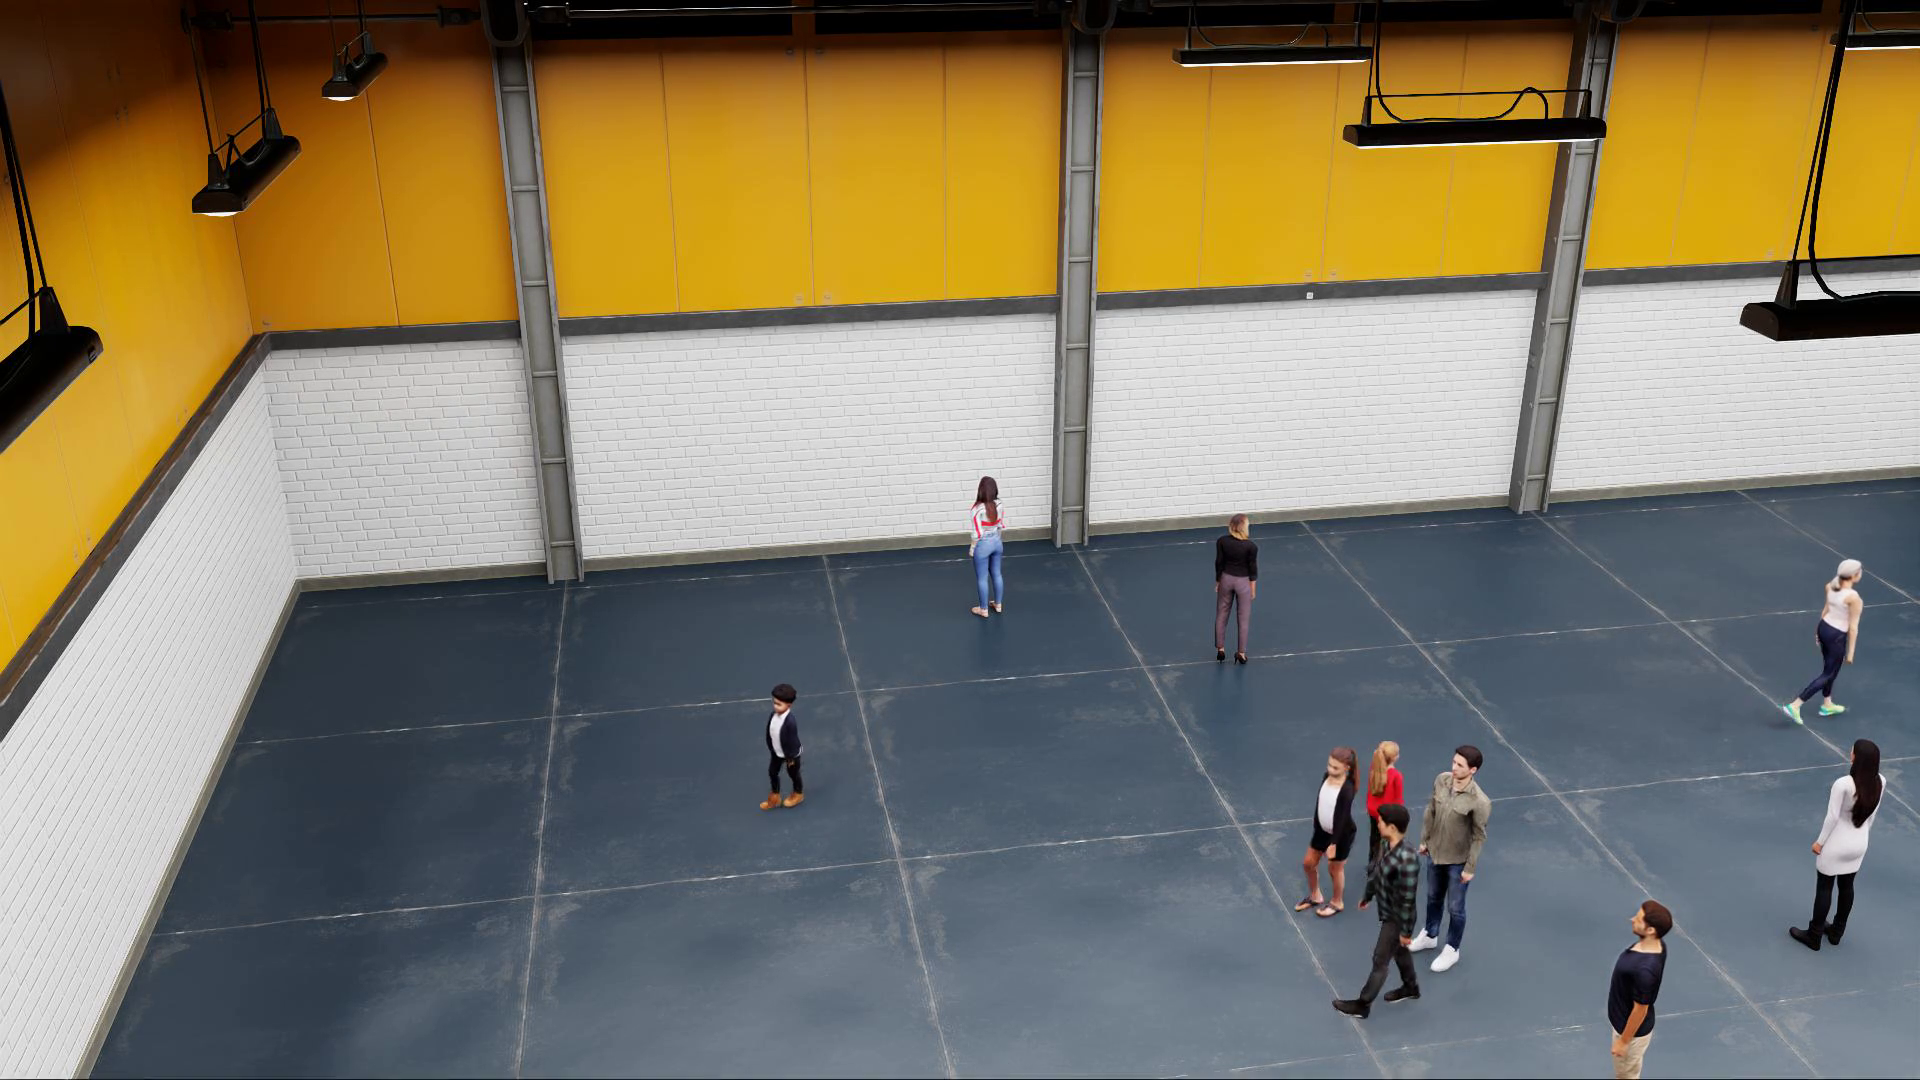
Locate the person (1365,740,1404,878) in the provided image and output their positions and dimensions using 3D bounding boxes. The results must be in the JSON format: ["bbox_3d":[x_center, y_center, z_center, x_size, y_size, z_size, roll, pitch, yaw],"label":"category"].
[{"bbox_3d":[3.432,2.232,13.605,0.701,1.278,0.628,-17,29,-33],"label":"person"}]

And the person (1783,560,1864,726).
[{"bbox_3d":[8.313,0.985,15.947,0.994,1.686,0.598,-4,24,-9],"label":"person"}]

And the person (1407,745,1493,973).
[{"bbox_3d":[3.722,2.369,12.558,0.736,1.865,0.780,-14,27,-29],"label":"person"}]

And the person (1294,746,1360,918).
[{"bbox_3d":[3.023,2.294,13.136,0.696,1.540,0.625,-12,26,-25],"label":"person"}]

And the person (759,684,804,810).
[{"bbox_3d":[-1.497,1.800,14.675,0.740,1.211,0.665,-21,31,-39],"label":"person"}]

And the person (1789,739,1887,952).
[{"bbox_3d":[6.759,2.326,12.726,0.488,1.808,0.685,-6,24,-14],"label":"person"}]

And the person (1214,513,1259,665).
[{"bbox_3d":[2.816,0.505,17.063,0.652,1.671,0.741,11,26,24],"label":"person"}]

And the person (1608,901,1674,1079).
[{"bbox_3d":[4.378,3.137,10.809,0.733,1.859,0.714,11,26,24],"label":"person"}]

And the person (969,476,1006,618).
[{"bbox_3d":[0.306,0.056,18.161,0.594,1.614,0.723,-16,28,-33],"label":"person"}]

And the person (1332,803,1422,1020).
[{"bbox_3d":[3.208,2.647,11.969,0.982,1.679,0.804,-1,24,-1],"label":"person"}]
